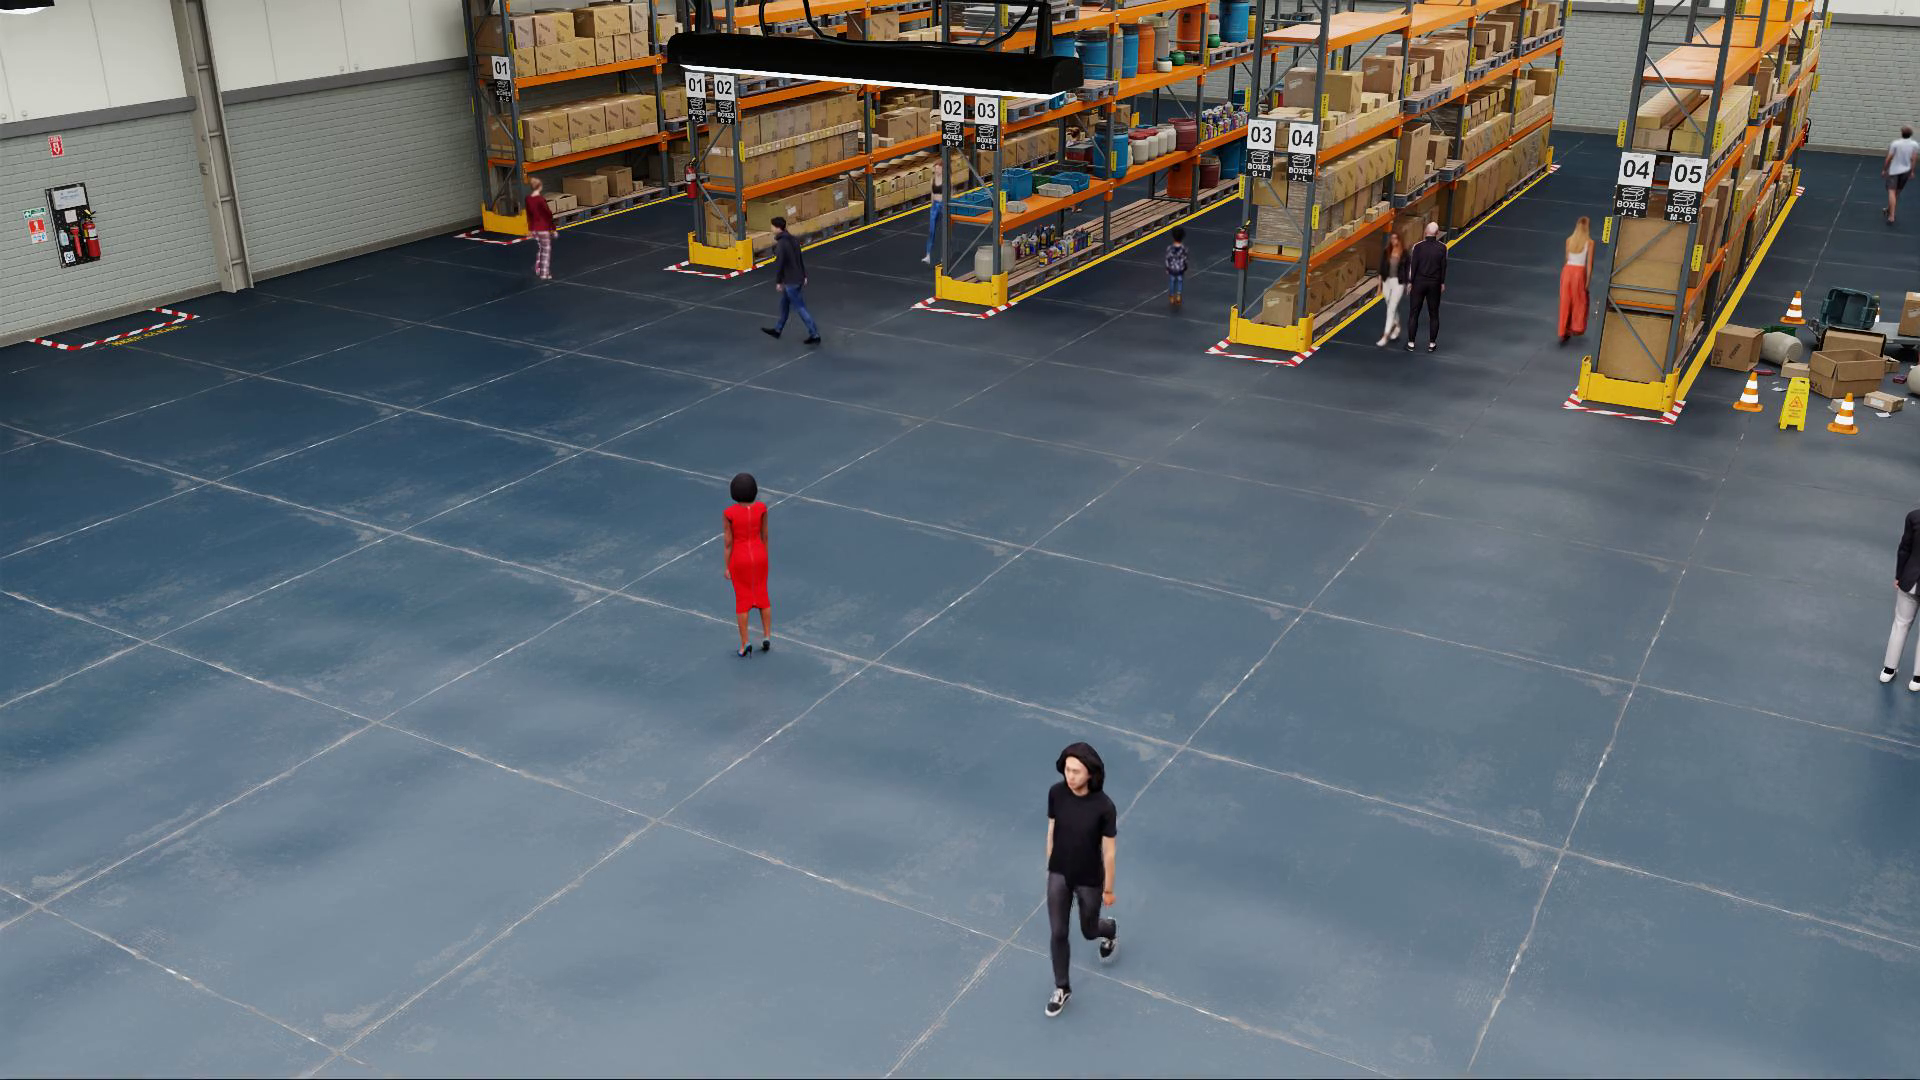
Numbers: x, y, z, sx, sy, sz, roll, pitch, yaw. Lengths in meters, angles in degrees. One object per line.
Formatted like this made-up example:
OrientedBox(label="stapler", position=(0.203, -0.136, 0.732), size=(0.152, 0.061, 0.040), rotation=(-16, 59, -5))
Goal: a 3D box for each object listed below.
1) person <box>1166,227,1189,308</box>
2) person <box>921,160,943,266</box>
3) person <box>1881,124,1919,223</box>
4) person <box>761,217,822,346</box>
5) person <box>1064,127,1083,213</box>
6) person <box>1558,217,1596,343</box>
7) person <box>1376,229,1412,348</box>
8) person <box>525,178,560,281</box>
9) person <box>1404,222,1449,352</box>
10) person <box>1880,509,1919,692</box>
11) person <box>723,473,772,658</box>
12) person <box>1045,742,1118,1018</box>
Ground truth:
OrientedBox(label="person", position=(3.383, -4.240, 25.888), size=(0.714, 1.234, 0.893), rotation=(1, 23, 3))
OrientedBox(label="person", position=(-0.281, -5.570, 28.365), size=(0.644, 1.742, 1.167), rotation=(10, 25, 22))
OrientedBox(label="person", position=(17.712, -6.872, 31.374), size=(0.921, 1.783, 1.262), rotation=(5, 24, 11))
OrientedBox(label="person", position=(-2.309, -3.663, 23.775), size=(0.927, 1.825, 1.204), rotation=(10, 25, 22))
OrientedBox(label="person", position=(2.207, -7.232, 32.429), size=(0.654, 1.620, 0.641), rotation=(-14, 27, -30))
OrientedBox(label="person", position=(8.819, -3.740, 24.011), size=(0.706, 1.782, 0.915), rotation=(19, 29, 37))
OrientedBox(label="person", position=(6.262, -3.634, 23.919), size=(0.736, 1.658, 1.189), rotation=(18, 29, 35))
OrientedBox(label="person", position=(-6.919, -5.085, 27.292), size=(0.627, 1.689, 0.588), rotation=(13, 26, 28))
OrientedBox(label="person", position=(6.621, -3.594, 23.597), size=(0.752, 1.837, 0.725), rotation=(3, 23, 6))
OrientedBox(label="person", position=(8.249, 0.344, 14.188), size=(0.712, 1.954, 0.772), rotation=(-20, 30, -38))
OrientedBox(label="person", position=(-1.872, 0.223, 14.742), size=(0.608, 1.743, 0.706), rotation=(-11, 25, -24))
OrientedBox(label="person", position=(0.776, 2.041, 10.383), size=(0.624, 1.809, 0.989), rotation=(13, 26, 28))
